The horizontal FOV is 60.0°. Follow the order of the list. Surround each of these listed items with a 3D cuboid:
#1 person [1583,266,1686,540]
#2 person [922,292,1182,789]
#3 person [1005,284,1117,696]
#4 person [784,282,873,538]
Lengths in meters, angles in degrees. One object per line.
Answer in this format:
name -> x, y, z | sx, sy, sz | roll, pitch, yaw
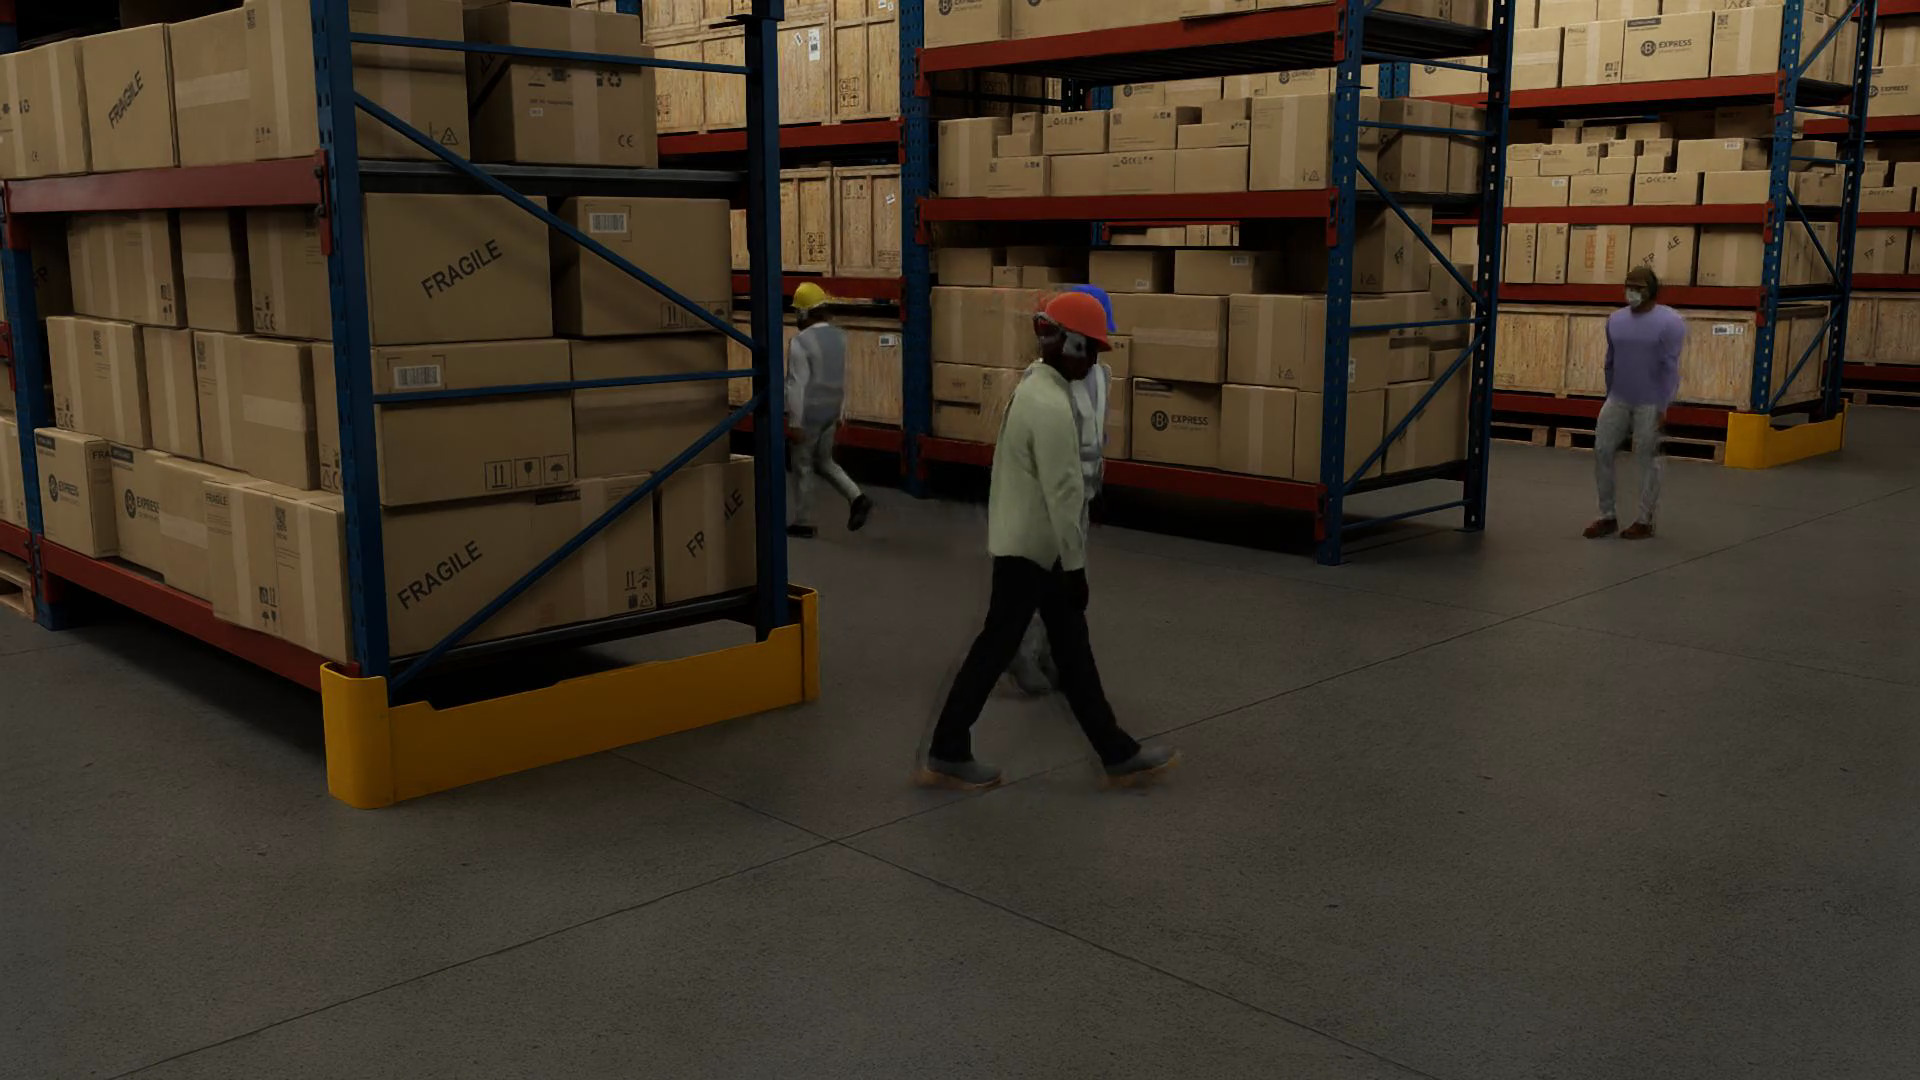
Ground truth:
person -> 4.670, -0.933, 11.558 | 0.676, 1.915, 0.633 | -8, 13, -36
person -> 0.324, 0.029, 6.321 | 1.024, 1.916, 0.629 | 0, 10, 3
person -> 0.509, -0.211, 7.632 | 0.486, 1.913, 0.634 | 5, 12, 27
person -> -0.971, -0.892, 11.624 | 0.611, 1.813, 0.601 | 6, 12, 30
